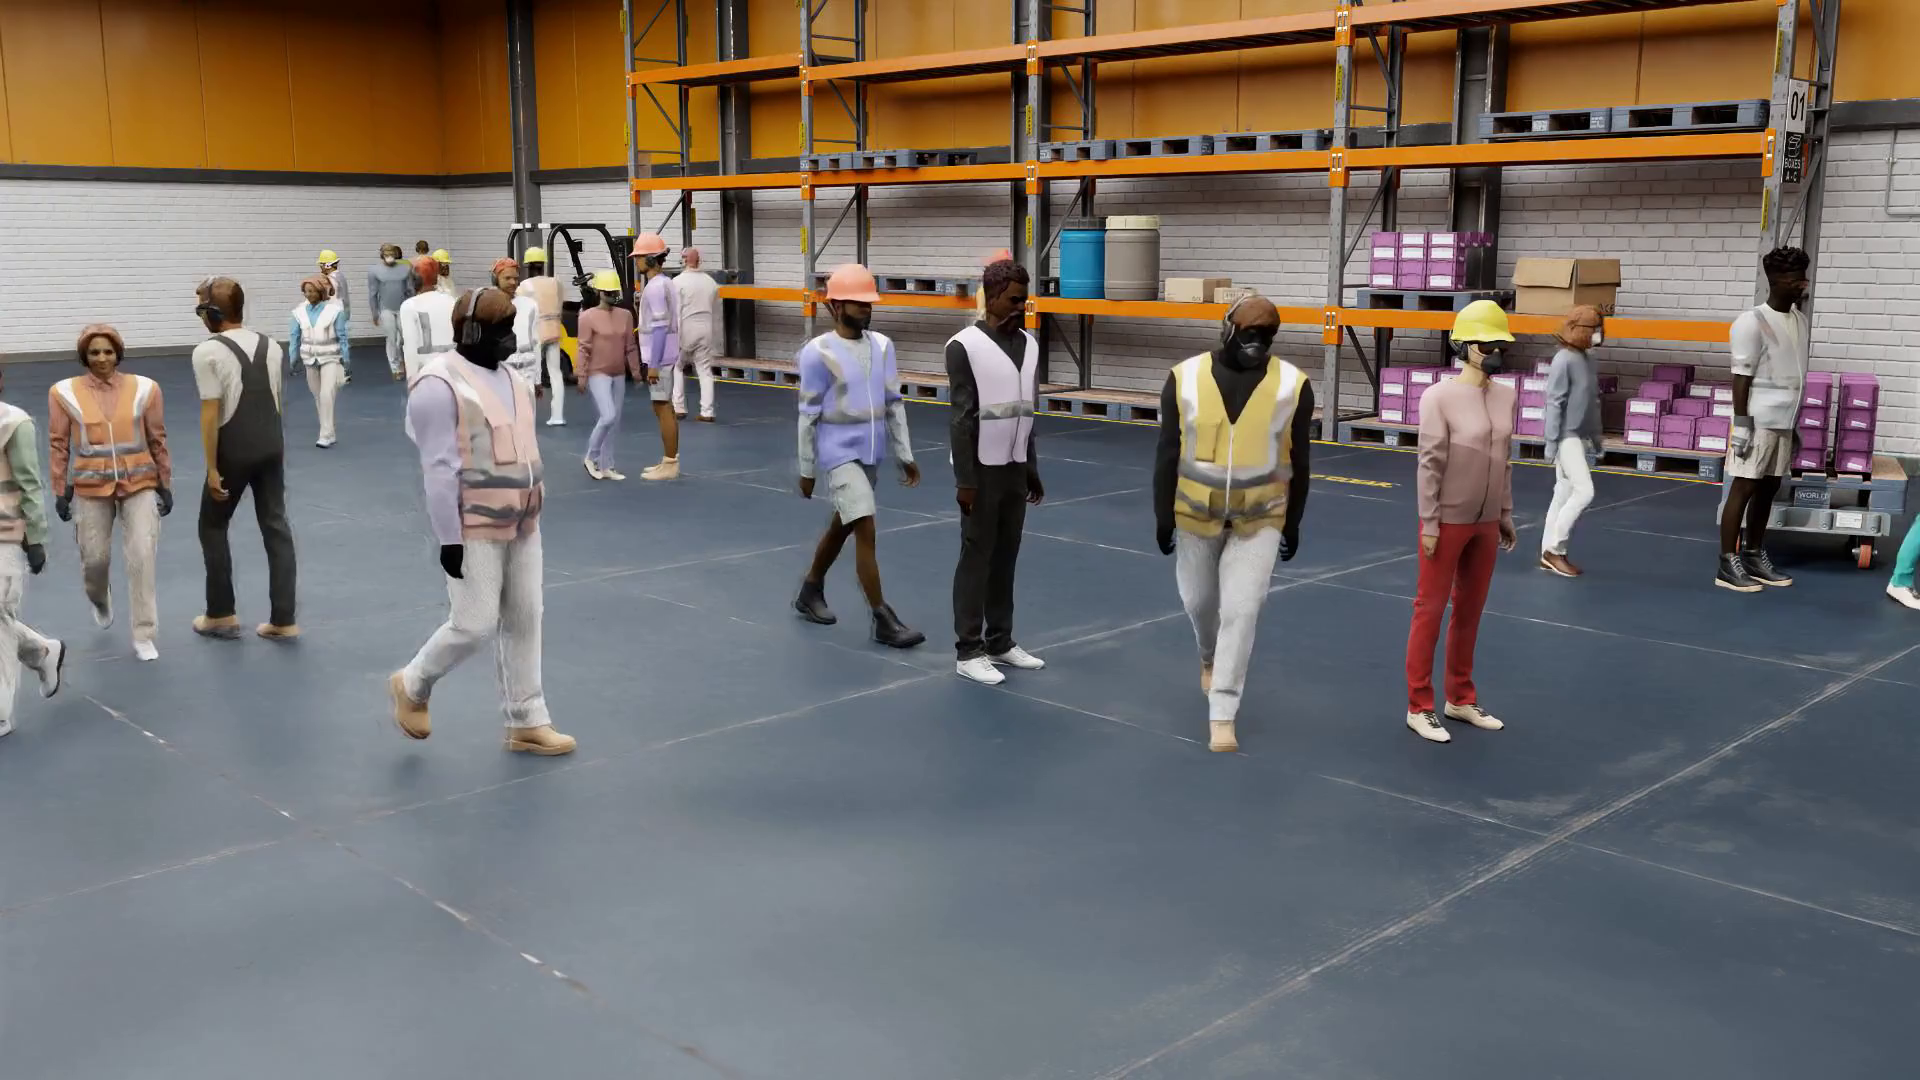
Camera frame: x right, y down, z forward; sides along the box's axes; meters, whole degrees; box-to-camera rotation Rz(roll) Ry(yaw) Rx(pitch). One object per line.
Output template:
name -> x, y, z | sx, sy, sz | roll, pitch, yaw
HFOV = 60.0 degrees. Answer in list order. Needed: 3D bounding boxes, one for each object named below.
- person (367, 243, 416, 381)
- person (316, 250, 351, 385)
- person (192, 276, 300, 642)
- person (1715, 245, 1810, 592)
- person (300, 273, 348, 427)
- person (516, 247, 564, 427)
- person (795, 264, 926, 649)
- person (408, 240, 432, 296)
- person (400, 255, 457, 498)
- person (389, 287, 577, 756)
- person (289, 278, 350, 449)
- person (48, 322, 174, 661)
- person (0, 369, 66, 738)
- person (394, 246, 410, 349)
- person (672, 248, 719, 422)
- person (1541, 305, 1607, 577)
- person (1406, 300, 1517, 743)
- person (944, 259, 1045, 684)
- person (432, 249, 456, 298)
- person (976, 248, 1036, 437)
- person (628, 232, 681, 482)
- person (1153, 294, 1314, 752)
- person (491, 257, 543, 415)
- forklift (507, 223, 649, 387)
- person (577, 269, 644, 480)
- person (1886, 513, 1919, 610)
person -> -7.956, -3.198, 23.332 | 0.652, 1.915, 0.548 | -6, 12, -28
person -> -8.471, -3.003, 22.519 | 0.403, 1.826, 0.596 | -2, 11, -9
person -> -3.620, -0.399, 8.323 | 0.762, 1.813, 0.535 | 7, 12, 33
person -> 4.616, -0.689, 9.506 | 0.613, 1.963, 0.362 | -7, 12, -33
person -> -6.743, -2.010, 17.630 | 0.415, 1.622, 0.518 | 8, 13, 38
person -> -4.531, -2.170, 17.792 | 0.594, 1.885, 0.925 | -9, 14, -41
person -> -0.559, -0.437, 8.376 | 1.014, 1.893, 0.542 | 9, 14, 42
person -> -9.570, -4.394, 29.781 | 0.629, 1.940, 0.373 | -6, 12, -31
person -> -3.975, -1.212, 12.621 | 0.456, 1.874, 0.589 | 7, 12, 33
person -> -1.863, -0.058, 6.438 | 0.670, 1.827, 0.637 | 4, 11, 22
person -> -6.110, -1.659, 15.766 | 0.539, 1.608, 0.775 | 1, 10, 5
person -> -4.112, -0.250, 8.074 | 0.530, 1.614, 0.689 | -5, 12, -27
person -> -3.918, -0.015, 6.760 | 0.520, 1.619, 0.628 | 2, 11, 12
person -> -9.804, -4.208, 29.051 | 0.429, 1.839, 0.623 | 6, 12, 30
person -> -2.969, -2.227, 18.126 | 0.755, 1.880, 0.672 | 10, 14, 43
person -> 3.654, -0.581, 9.873 | 0.407, 1.617, 0.507 | 8, 13, 37
person -> 2.047, -0.076, 6.707 | 0.523, 1.769, 0.322 | -6, 12, -30
person -> 0.161, -0.319, 7.632 | 0.393, 1.915, 0.589 | 8, 13, 36
person -> -6.933, -2.969, 22.303 | 0.403, 1.832, 0.594 | 3, 11, 15
person -> 0.355, -1.990, 16.804 | 0.971, 1.899, 0.557 | 8, 13, 37
person -> -2.511, -1.498, 13.708 | 0.390, 2.040, 0.614 | -1, 10, -3
person -> 1.115, -0.110, 6.815 | 0.625, 1.804, 0.859 | 2, 11, 13
person -> -3.577, -1.281, 13.071 | 0.586, 1.851, 0.774 | -8, 13, -39
forklift -> -5.316, -3.263, 22.920 | 2.313, 2.155, 1.214 | -10, 14, -44
person -> -2.879, -1.343, 13.684 | 0.408, 1.746, 0.520 | 8, 13, 37
person -> 5.284, -0.403, 8.689 | 0.568, 1.697, 0.933 | -2, 11, -10
